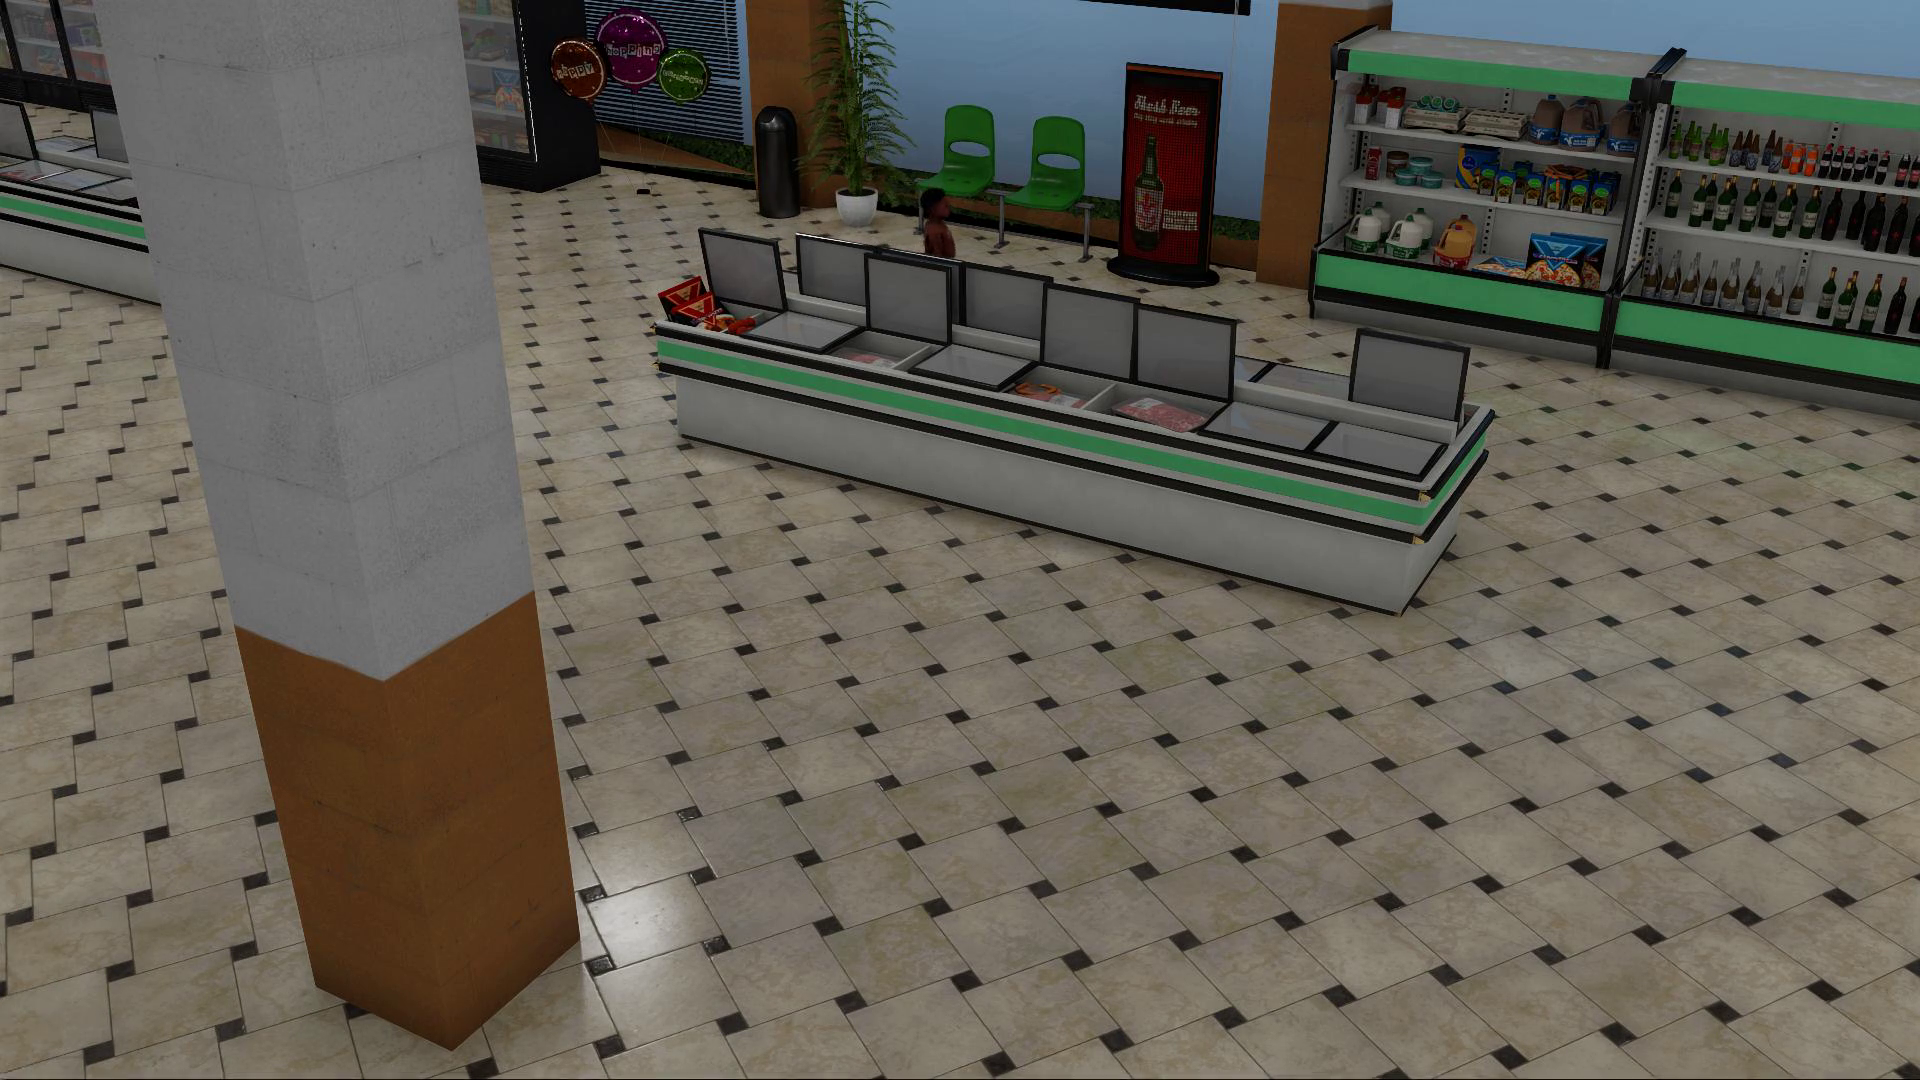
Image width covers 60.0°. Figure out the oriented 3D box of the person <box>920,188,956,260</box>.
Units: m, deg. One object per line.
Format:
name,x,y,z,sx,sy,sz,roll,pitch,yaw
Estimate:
person,-0.222,-1.911,11.952,0.795,1.245,0.688,1,27,2
